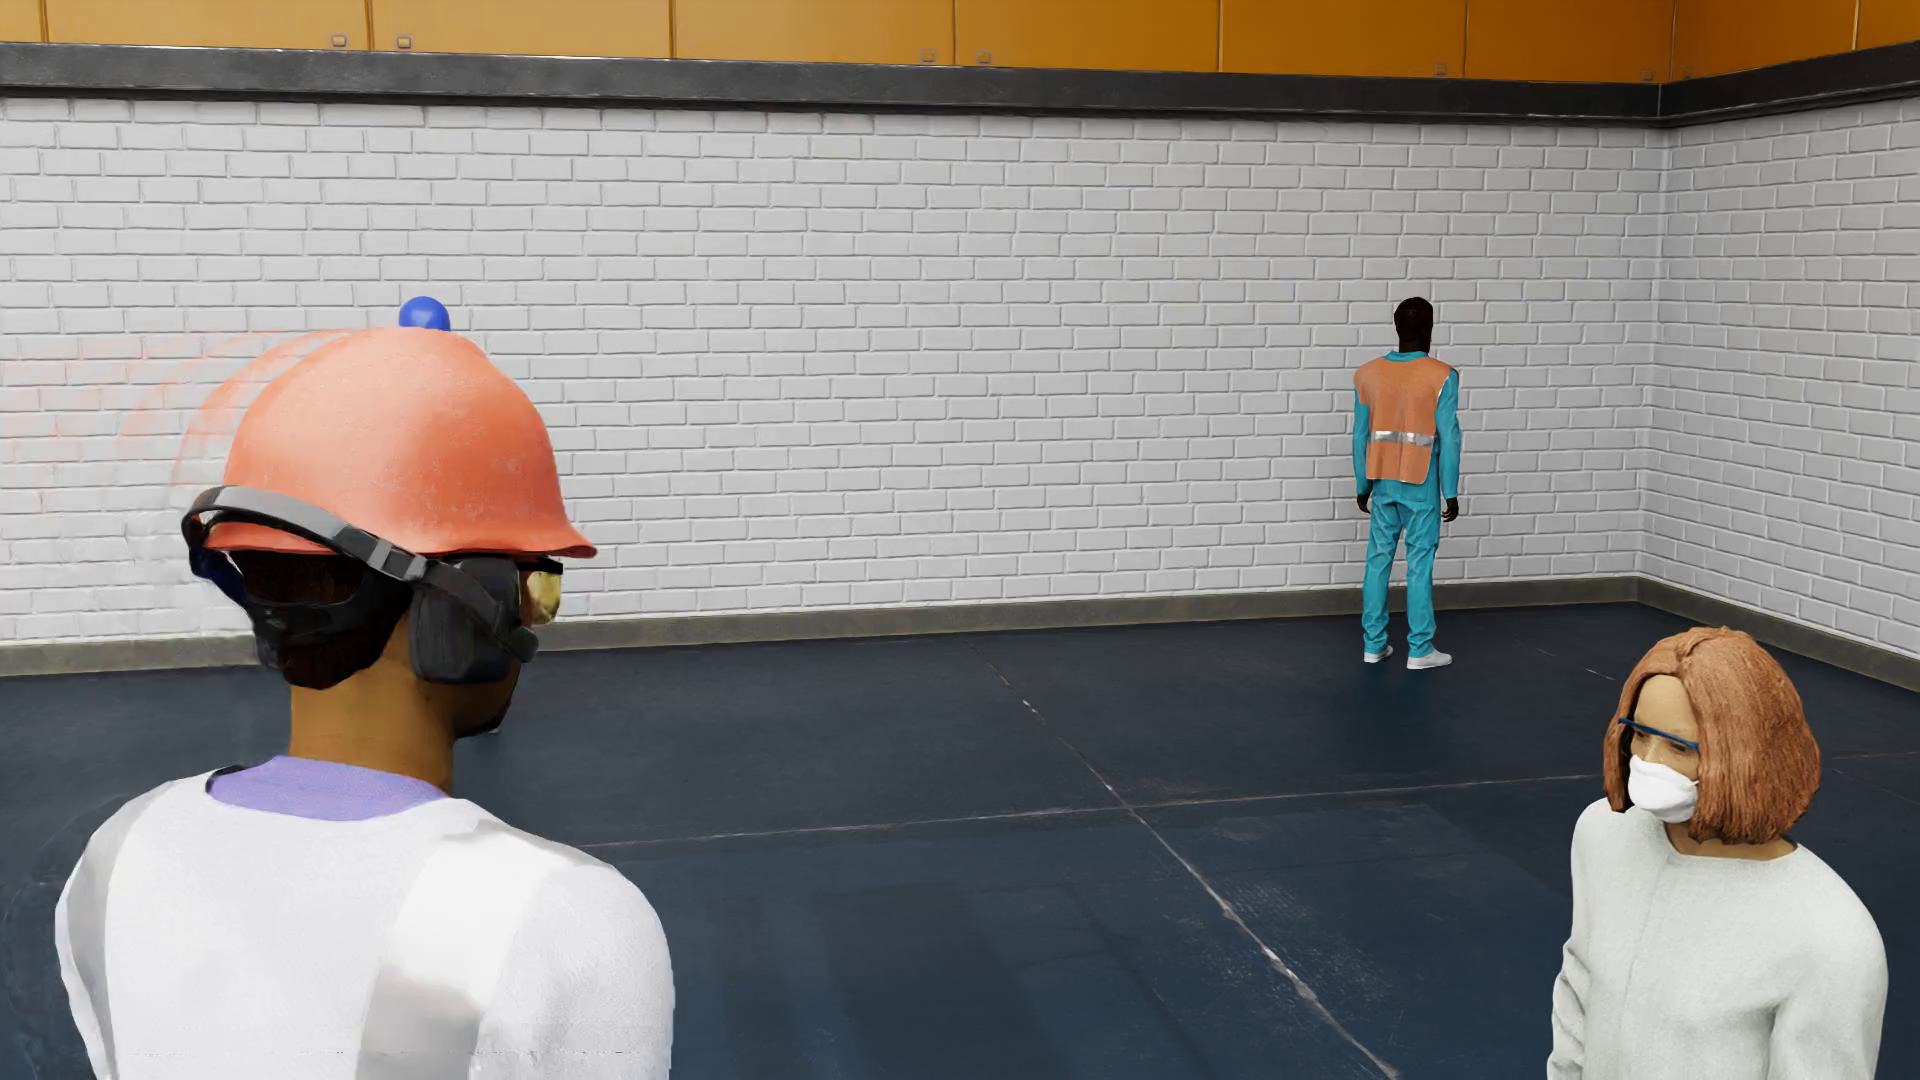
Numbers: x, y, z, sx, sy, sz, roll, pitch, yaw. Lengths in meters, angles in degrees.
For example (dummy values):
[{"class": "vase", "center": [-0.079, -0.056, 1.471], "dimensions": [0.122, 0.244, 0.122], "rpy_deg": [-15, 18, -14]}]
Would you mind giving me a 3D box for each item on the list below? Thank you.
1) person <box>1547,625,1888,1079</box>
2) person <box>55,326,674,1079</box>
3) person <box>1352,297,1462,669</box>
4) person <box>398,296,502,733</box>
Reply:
[{"class": "person", "center": [0.961, 0.909, 2.204], "dimensions": [0.288, 1.629, 0.501], "rpy_deg": [-3, 10, -19]}, {"class": "person", "center": [-0.421, 0.837, 1.435], "dimensions": [0.646, 2.019, 0.601], "rpy_deg": [5, 11, 28]}, {"class": "person", "center": [2.303, -0.290, 8.616], "dimensions": [0.587, 1.920, 0.392], "rpy_deg": [8, 13, 42]}, {"class": "person", "center": [-2.275, -0.081, 7.251], "dimensions": [0.405, 1.946, 0.612], "rpy_deg": [8, 12, 39]}]
